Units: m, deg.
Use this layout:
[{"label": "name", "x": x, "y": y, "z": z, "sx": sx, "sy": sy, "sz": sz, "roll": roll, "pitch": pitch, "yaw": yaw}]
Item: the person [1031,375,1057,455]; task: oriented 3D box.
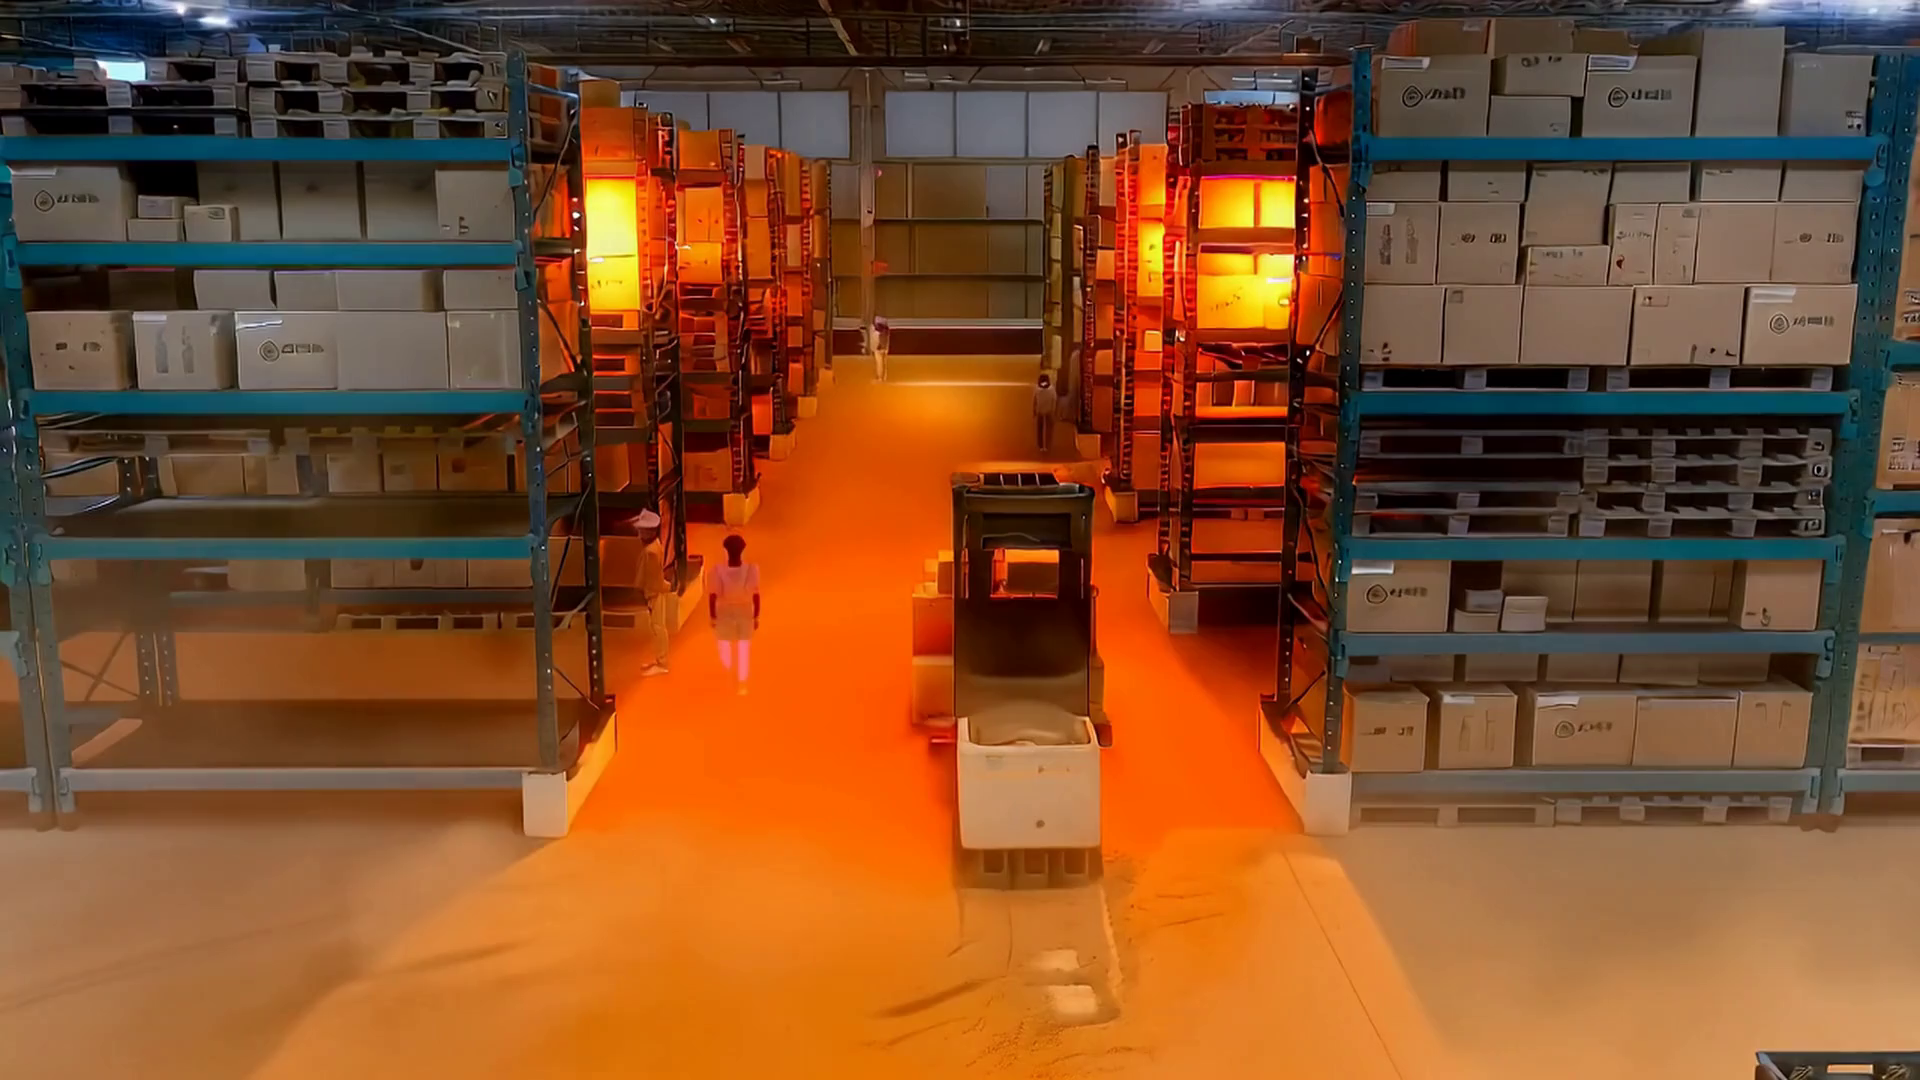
[{"label": "person", "x": 1.685, "y": -2.544, "z": 33.493, "sx": 0.514, "sy": 1.604, "sz": 0.808, "roll": 0, "pitch": 11, "yaw": 1}]

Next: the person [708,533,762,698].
[{"label": "person", "x": -2.289, "y": 0.746, "z": 16.955, "sx": 0.548, "sy": 1.685, "sz": 0.450, "roll": -1, "pitch": 11, "yaw": -5}]

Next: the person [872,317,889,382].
[{"label": "person", "x": -2.274, "y": -5.383, "z": 46.965, "sx": 0.430, "sy": 1.845, "sz": 0.623, "roll": 10, "pitch": 15, "yaw": 40}]

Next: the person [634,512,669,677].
[{"label": "person", "x": -3.266, "y": 0.569, "z": 17.654, "sx": 0.319, "sy": 1.769, "sz": 0.523, "roll": -3, "pitch": 12, "yaw": -13}]

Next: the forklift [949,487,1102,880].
[{"label": "forklift", "x": 0.495, "y": 0.986, "z": 12.813, "sx": 1.129, "sy": 2.768, "sz": 1.873, "roll": 0, "pitch": 11, "yaw": -2}]

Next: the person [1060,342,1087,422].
[{"label": "person", "x": 2.732, "y": -3.609, "z": 38.152, "sx": 0.936, "sy": 1.849, "sz": 0.720, "roll": 0, "pitch": 11, "yaw": 1}]
